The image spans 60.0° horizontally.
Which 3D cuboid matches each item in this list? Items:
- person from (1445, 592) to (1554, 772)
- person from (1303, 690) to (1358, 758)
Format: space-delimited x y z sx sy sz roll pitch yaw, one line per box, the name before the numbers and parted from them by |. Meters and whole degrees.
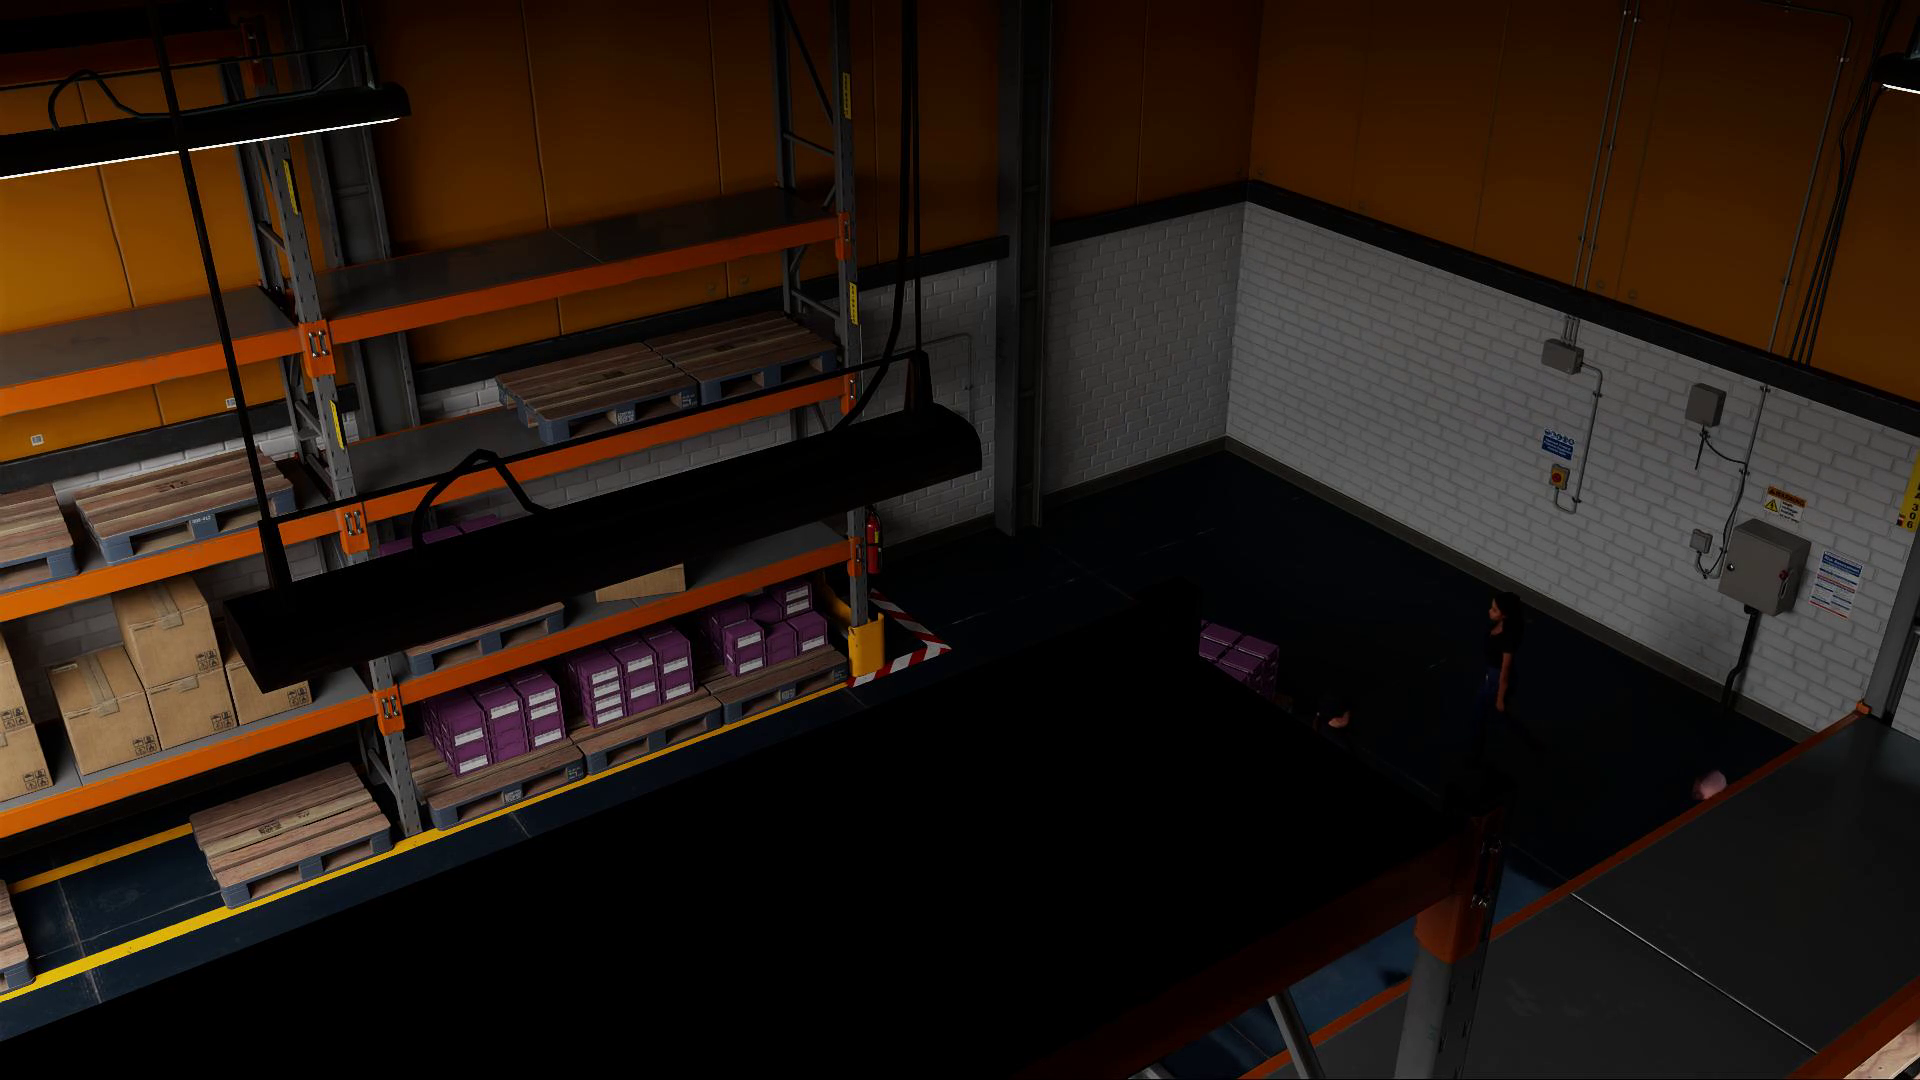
person | 4.220 1.152 12.740 1.009 1.706 1.025 11 30 19
person | 2.515 1.789 11.608 0.641 1.671 0.703 -16 32 -26
